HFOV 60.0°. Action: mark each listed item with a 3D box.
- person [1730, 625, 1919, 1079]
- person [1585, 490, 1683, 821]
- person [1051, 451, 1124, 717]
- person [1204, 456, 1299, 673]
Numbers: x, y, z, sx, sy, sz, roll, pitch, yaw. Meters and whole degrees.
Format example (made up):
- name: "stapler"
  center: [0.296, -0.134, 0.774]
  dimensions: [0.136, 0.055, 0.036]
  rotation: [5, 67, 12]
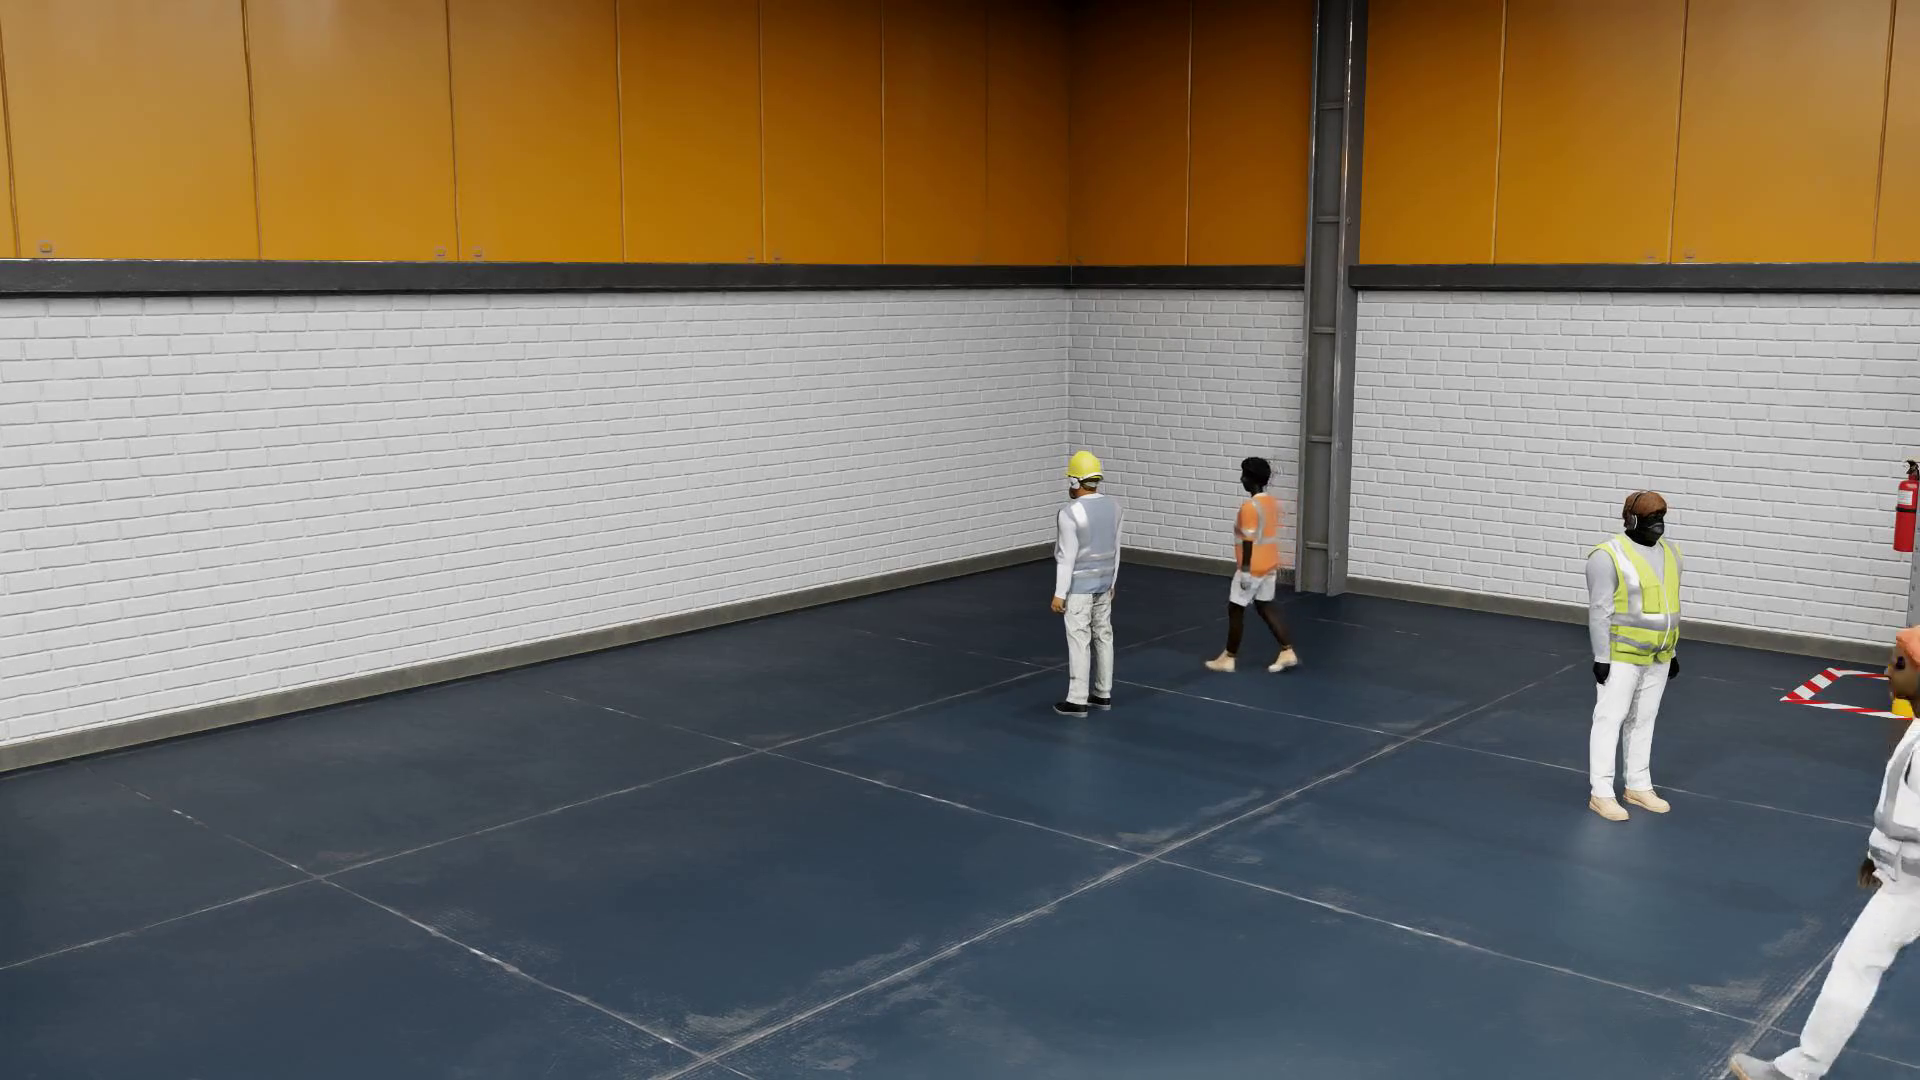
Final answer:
- name: "person"
  center: [3.378, 1.201, 5.871]
  dimensions: [1.005, 1.835, 0.578]
  rotation: [7, 12, 39]
- name: "person"
  center: [3.799, 0.638, 9.336]
  dimensions: [0.627, 1.844, 0.429]
  rotation: [-4, 10, -25]
- name: "person"
  center: [0.856, 0.301, 11.472]
  dimensions: [0.587, 1.835, 0.403]
  rotation: [-8, 12, -42]
- name: "person"
  center: [2.254, 0.198, 12.624]
  dimensions: [0.700, 1.675, 0.540]
  rotation: [6, 11, 33]
